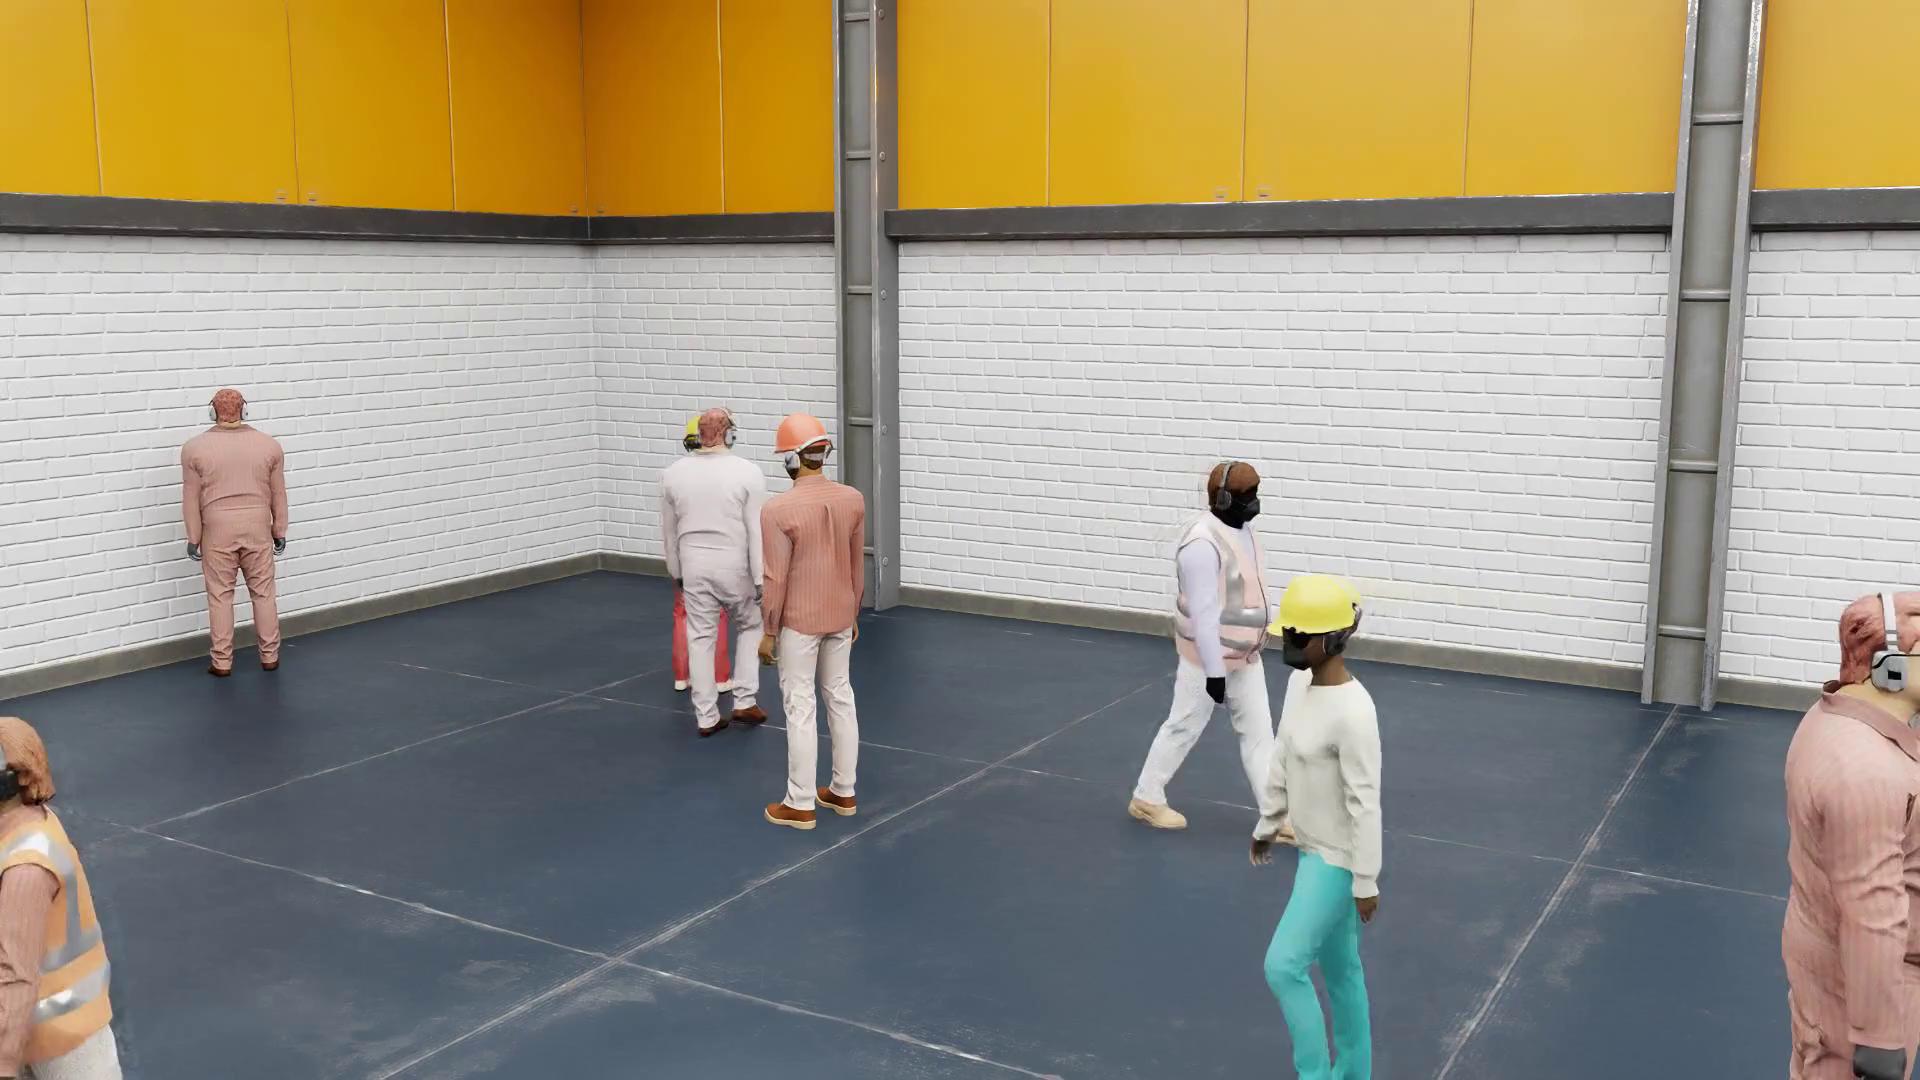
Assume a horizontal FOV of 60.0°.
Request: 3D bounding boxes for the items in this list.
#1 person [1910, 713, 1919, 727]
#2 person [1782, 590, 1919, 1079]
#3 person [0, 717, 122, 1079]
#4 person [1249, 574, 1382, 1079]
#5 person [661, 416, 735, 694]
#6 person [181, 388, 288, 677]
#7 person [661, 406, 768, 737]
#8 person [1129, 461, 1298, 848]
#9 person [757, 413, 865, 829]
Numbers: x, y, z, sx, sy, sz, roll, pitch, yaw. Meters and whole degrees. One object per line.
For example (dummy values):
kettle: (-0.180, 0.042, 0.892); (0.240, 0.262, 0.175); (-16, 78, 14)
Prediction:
person: (4.170, 0.722, 7.016); (0.497, 1.625, 0.287); (-4, 10, -21)
person: (2.182, 1.063, 3.997); (0.409, 1.911, 0.644); (3, 10, 20)
person: (-2.300, 1.208, 4.085); (0.875, 1.579, 0.525); (-6, 11, -34)
person: (1.073, 0.967, 5.118); (0.565, 1.749, 0.544); (-1, 9, -4)
person: (-1.628, 0.093, 10.529); (0.521, 1.758, 0.348); (2, 9, 11)
person: (-4.785, -0.053, 11.002); (0.642, 1.903, 0.402); (-6, 11, -34)
person: (-1.358, 0.171, 9.613); (0.680, 1.885, 0.617); (3, 9, 17)
person: (1.209, 0.522, 7.740); (0.958, 1.796, 0.643); (6, 11, 35)
person: (-0.717, 0.384, 7.980); (0.609, 1.991, 0.384); (-9, 13, -44)
